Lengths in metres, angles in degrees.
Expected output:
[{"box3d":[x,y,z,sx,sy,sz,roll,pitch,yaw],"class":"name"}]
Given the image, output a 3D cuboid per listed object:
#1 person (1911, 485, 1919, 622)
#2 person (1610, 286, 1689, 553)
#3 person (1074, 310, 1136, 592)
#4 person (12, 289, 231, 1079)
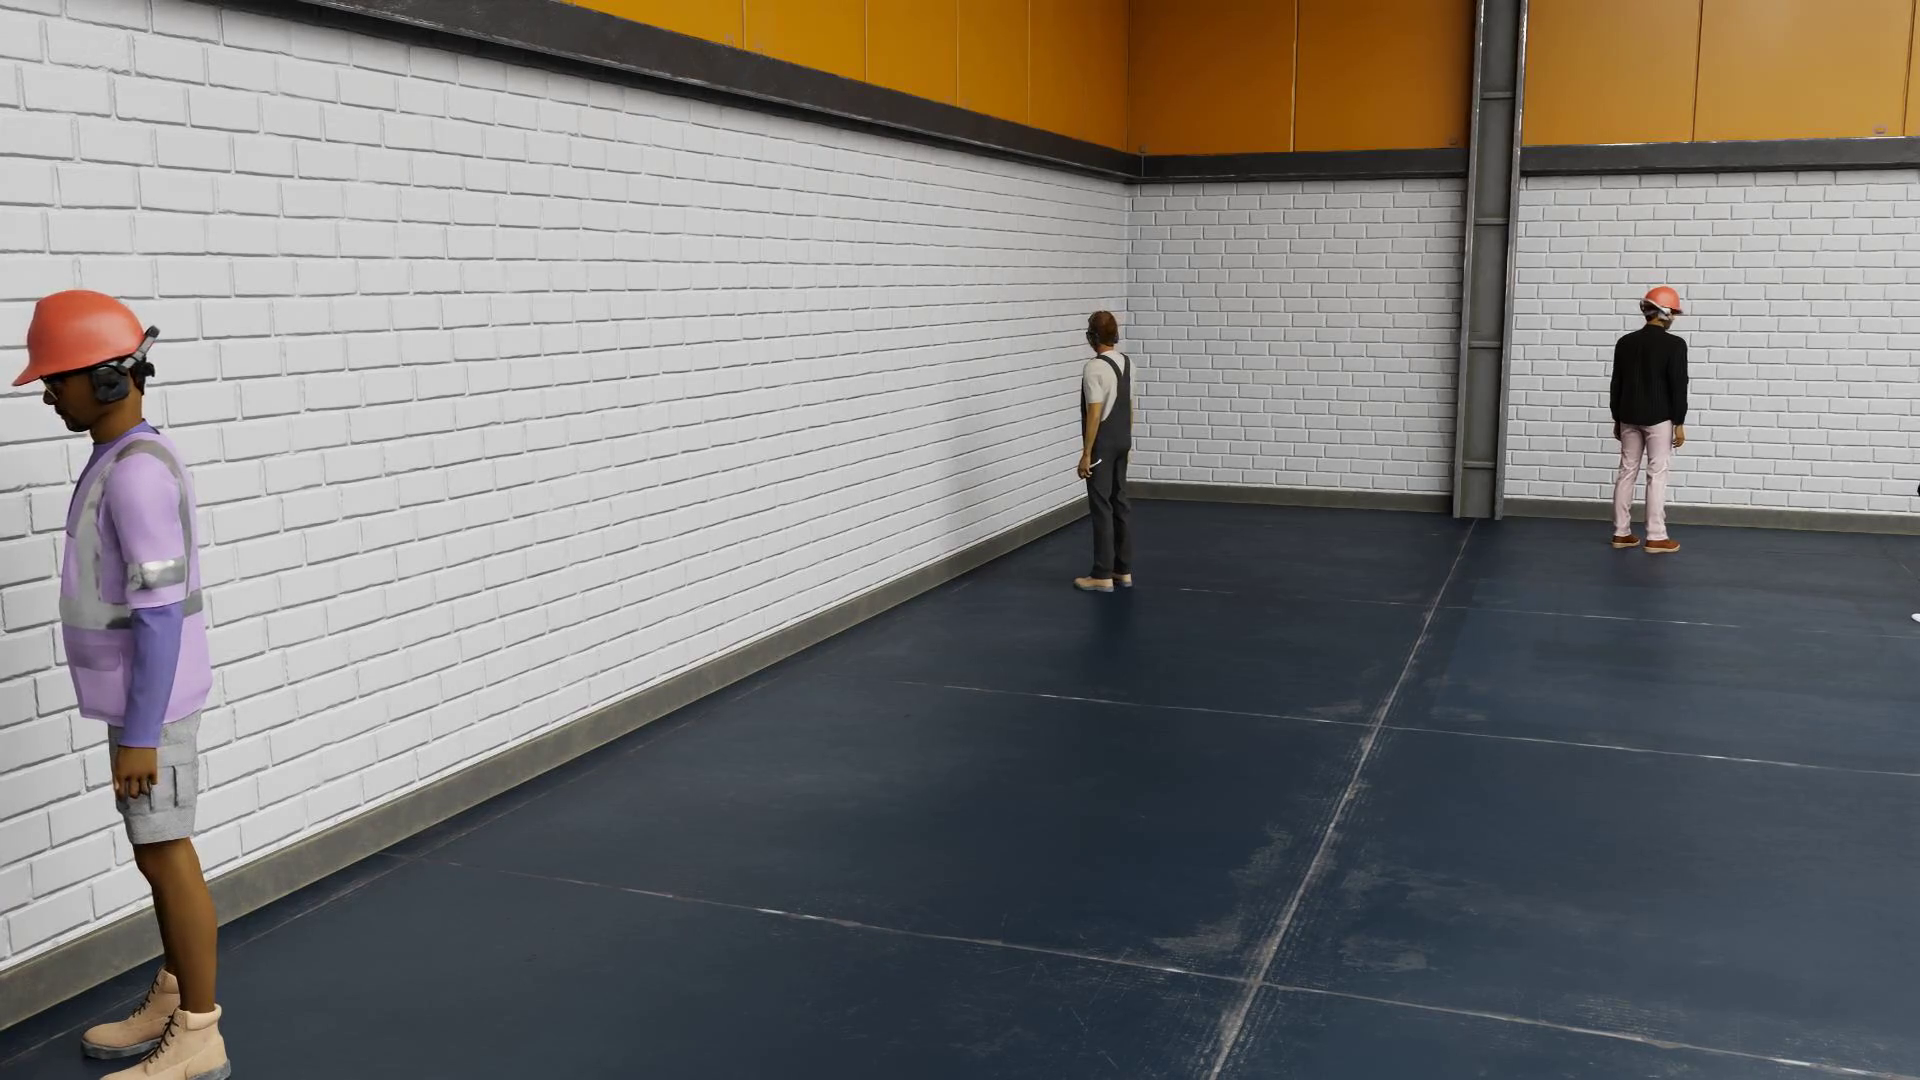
[{"box3d":[5.910,-0.435,9.766,0.587,1.922,0.383,-2,9,-10],"class":"person"},{"box3d":[5.191,-0.904,12.502,0.403,1.988,0.620,-6,11,-31],"class":"person"},{"box3d":[0.957,-0.582,10.931,0.324,1.841,0.517,7,12,39],"class":"person"},{"box3d":[-2.094,0.397,4.188,0.386,2.034,0.604,-5,10,-29],"class":"person"}]
